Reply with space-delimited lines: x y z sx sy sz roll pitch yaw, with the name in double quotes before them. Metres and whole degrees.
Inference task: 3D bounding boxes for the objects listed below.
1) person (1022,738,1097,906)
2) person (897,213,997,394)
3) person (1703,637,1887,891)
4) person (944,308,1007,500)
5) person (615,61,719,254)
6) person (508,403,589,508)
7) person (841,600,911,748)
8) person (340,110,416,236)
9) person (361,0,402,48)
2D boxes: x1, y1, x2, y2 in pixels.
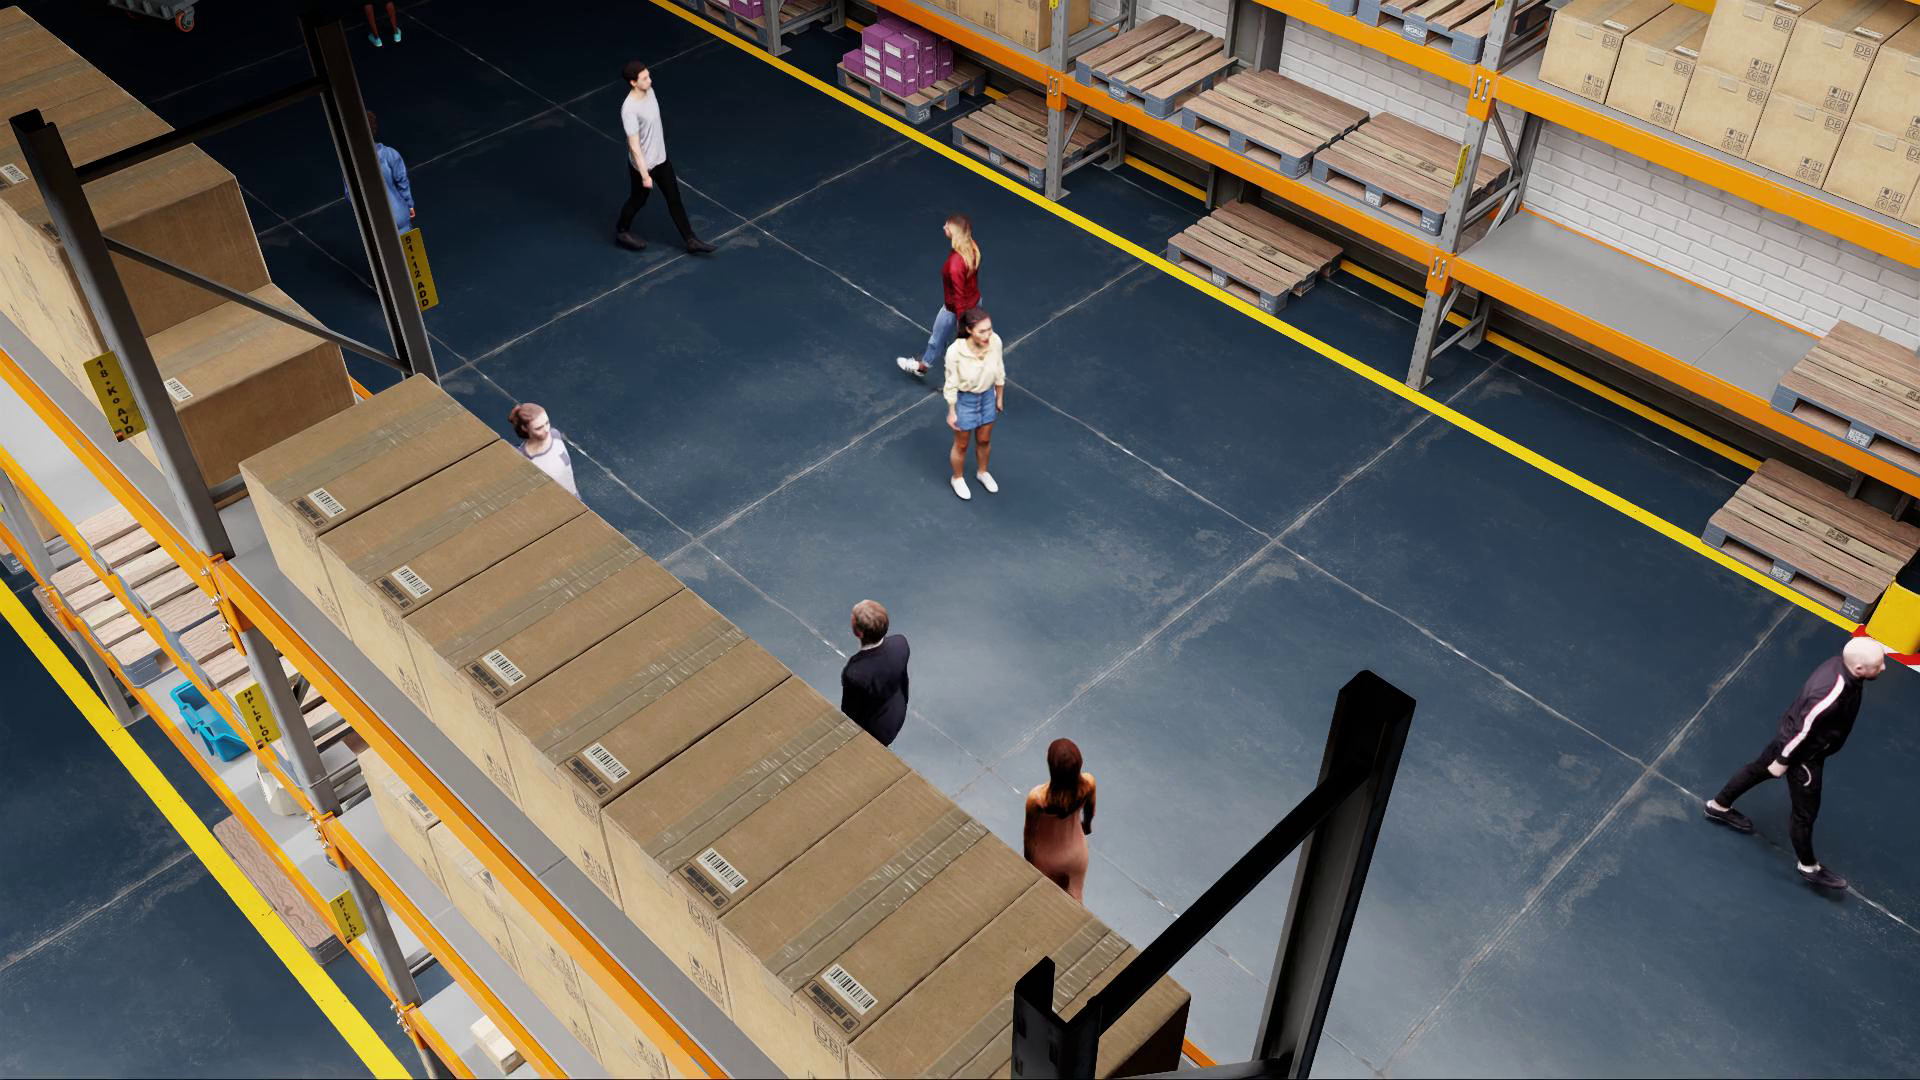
"person" 0.562 1.788 9.032 0.958 1.786 1.211 -13 45 -13
"person" 0.079 -1.788 12.933 1.150 1.583 0.868 18 46 18
"person" 4.782 1.171 9.674 1.154 1.794 0.849 26 49 25
"person" 0.087 -1.011 12.082 0.707 1.631 0.676 -19 47 -19
"person" -2.765 -3.255 14.303 1.311 1.817 1.047 14 45 14
"person" -2.784 -0.260 11.203 0.652 1.758 0.624 28 50 26
"person" -0.453 1.077 9.772 1.016 1.795 0.725 31 52 28
"person" -4.768 -2.734 13.761 0.761 1.811 0.758 -10 45 -11
"person" -6.169 -5.985 17.236 0.620 1.724 0.631 -20 47 -20
